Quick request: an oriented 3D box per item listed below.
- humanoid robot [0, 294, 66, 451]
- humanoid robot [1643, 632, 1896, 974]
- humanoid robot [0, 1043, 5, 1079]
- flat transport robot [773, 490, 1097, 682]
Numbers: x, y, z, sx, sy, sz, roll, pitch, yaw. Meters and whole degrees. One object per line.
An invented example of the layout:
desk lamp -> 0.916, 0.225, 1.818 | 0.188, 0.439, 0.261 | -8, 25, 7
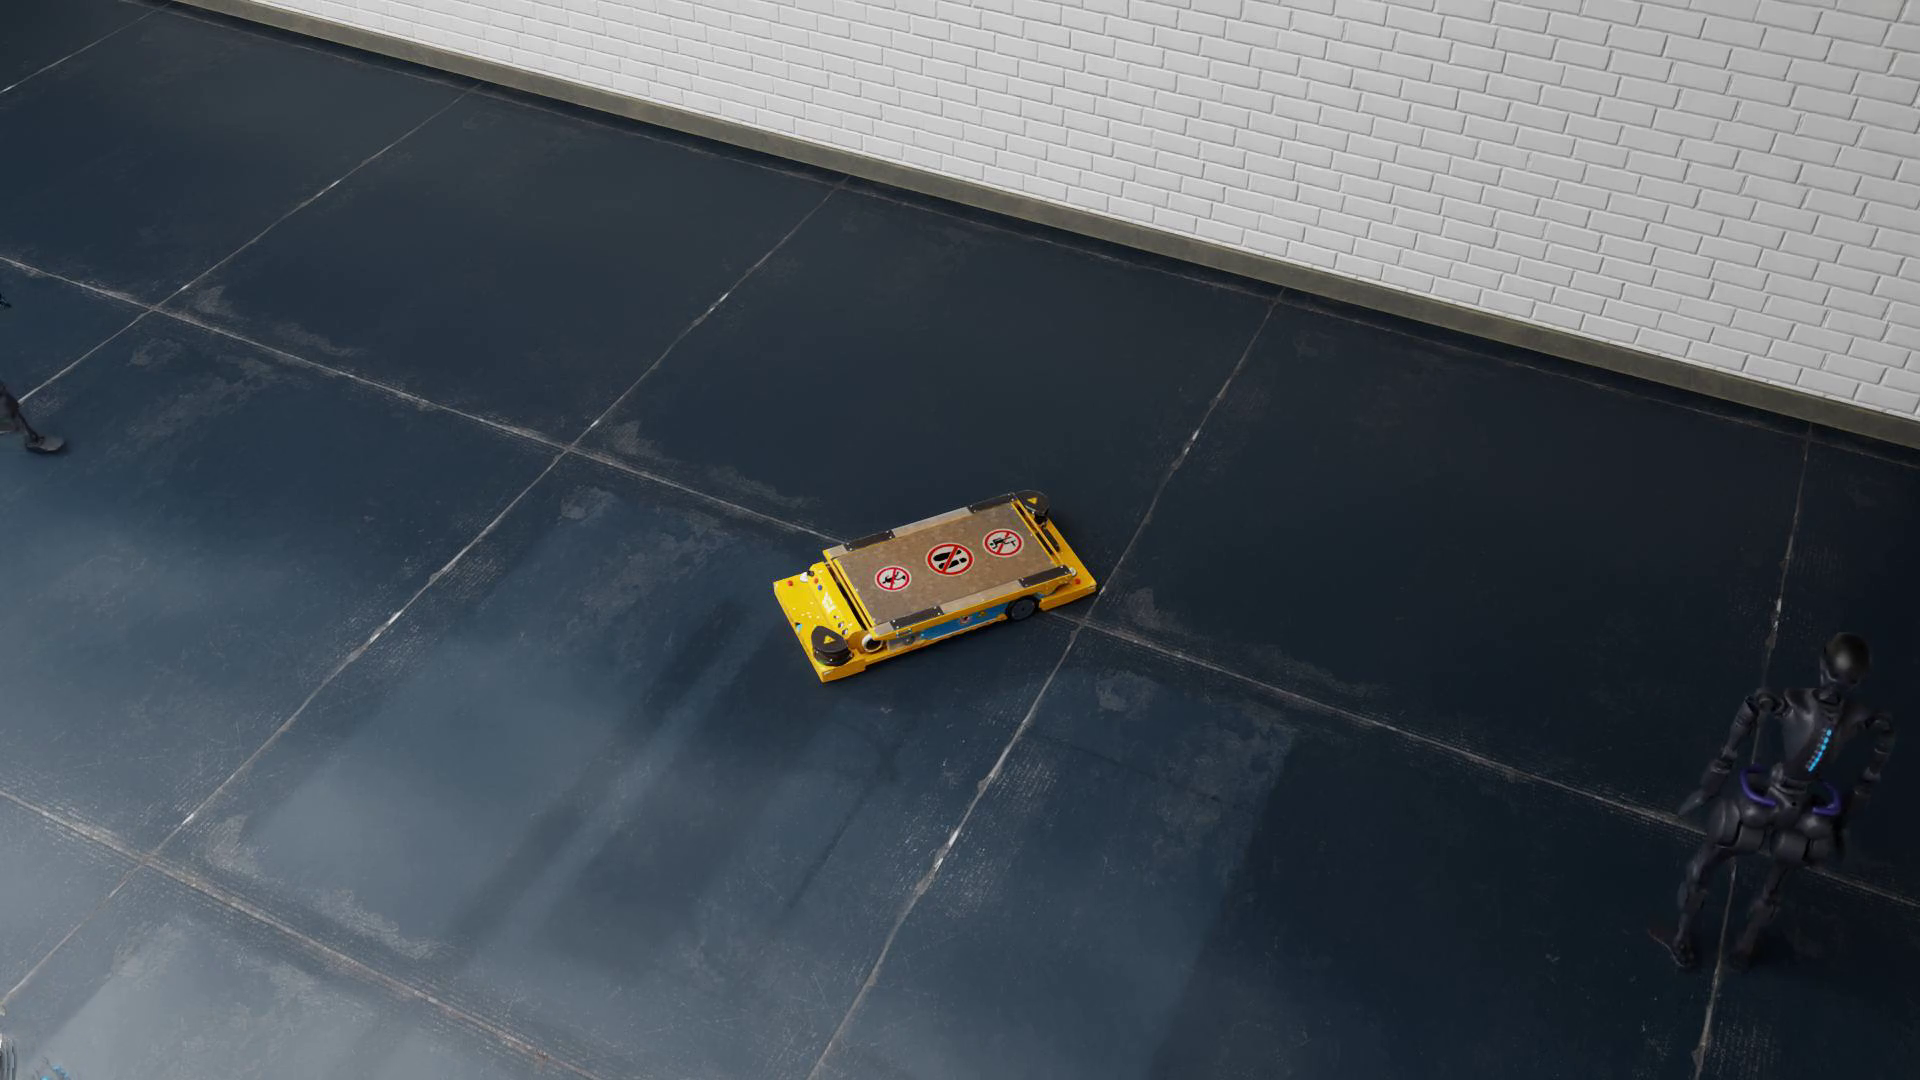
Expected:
humanoid robot -> -5.083, -1.173, 8.497 | 0.635, 1.638, 0.598 | 2, 43, 2
humanoid robot -> 3.003, 1.006, 6.134 | 0.613, 1.637, 0.391 | 9, 44, 10
humanoid robot -> -3.593, 1.666, 5.402 | 0.585, 1.782, 0.889 | 7, 43, 8
flat transport robot -> -0.120, 0.201, 8.038 | 1.431, 0.231, 0.659 | -17, 46, -18
